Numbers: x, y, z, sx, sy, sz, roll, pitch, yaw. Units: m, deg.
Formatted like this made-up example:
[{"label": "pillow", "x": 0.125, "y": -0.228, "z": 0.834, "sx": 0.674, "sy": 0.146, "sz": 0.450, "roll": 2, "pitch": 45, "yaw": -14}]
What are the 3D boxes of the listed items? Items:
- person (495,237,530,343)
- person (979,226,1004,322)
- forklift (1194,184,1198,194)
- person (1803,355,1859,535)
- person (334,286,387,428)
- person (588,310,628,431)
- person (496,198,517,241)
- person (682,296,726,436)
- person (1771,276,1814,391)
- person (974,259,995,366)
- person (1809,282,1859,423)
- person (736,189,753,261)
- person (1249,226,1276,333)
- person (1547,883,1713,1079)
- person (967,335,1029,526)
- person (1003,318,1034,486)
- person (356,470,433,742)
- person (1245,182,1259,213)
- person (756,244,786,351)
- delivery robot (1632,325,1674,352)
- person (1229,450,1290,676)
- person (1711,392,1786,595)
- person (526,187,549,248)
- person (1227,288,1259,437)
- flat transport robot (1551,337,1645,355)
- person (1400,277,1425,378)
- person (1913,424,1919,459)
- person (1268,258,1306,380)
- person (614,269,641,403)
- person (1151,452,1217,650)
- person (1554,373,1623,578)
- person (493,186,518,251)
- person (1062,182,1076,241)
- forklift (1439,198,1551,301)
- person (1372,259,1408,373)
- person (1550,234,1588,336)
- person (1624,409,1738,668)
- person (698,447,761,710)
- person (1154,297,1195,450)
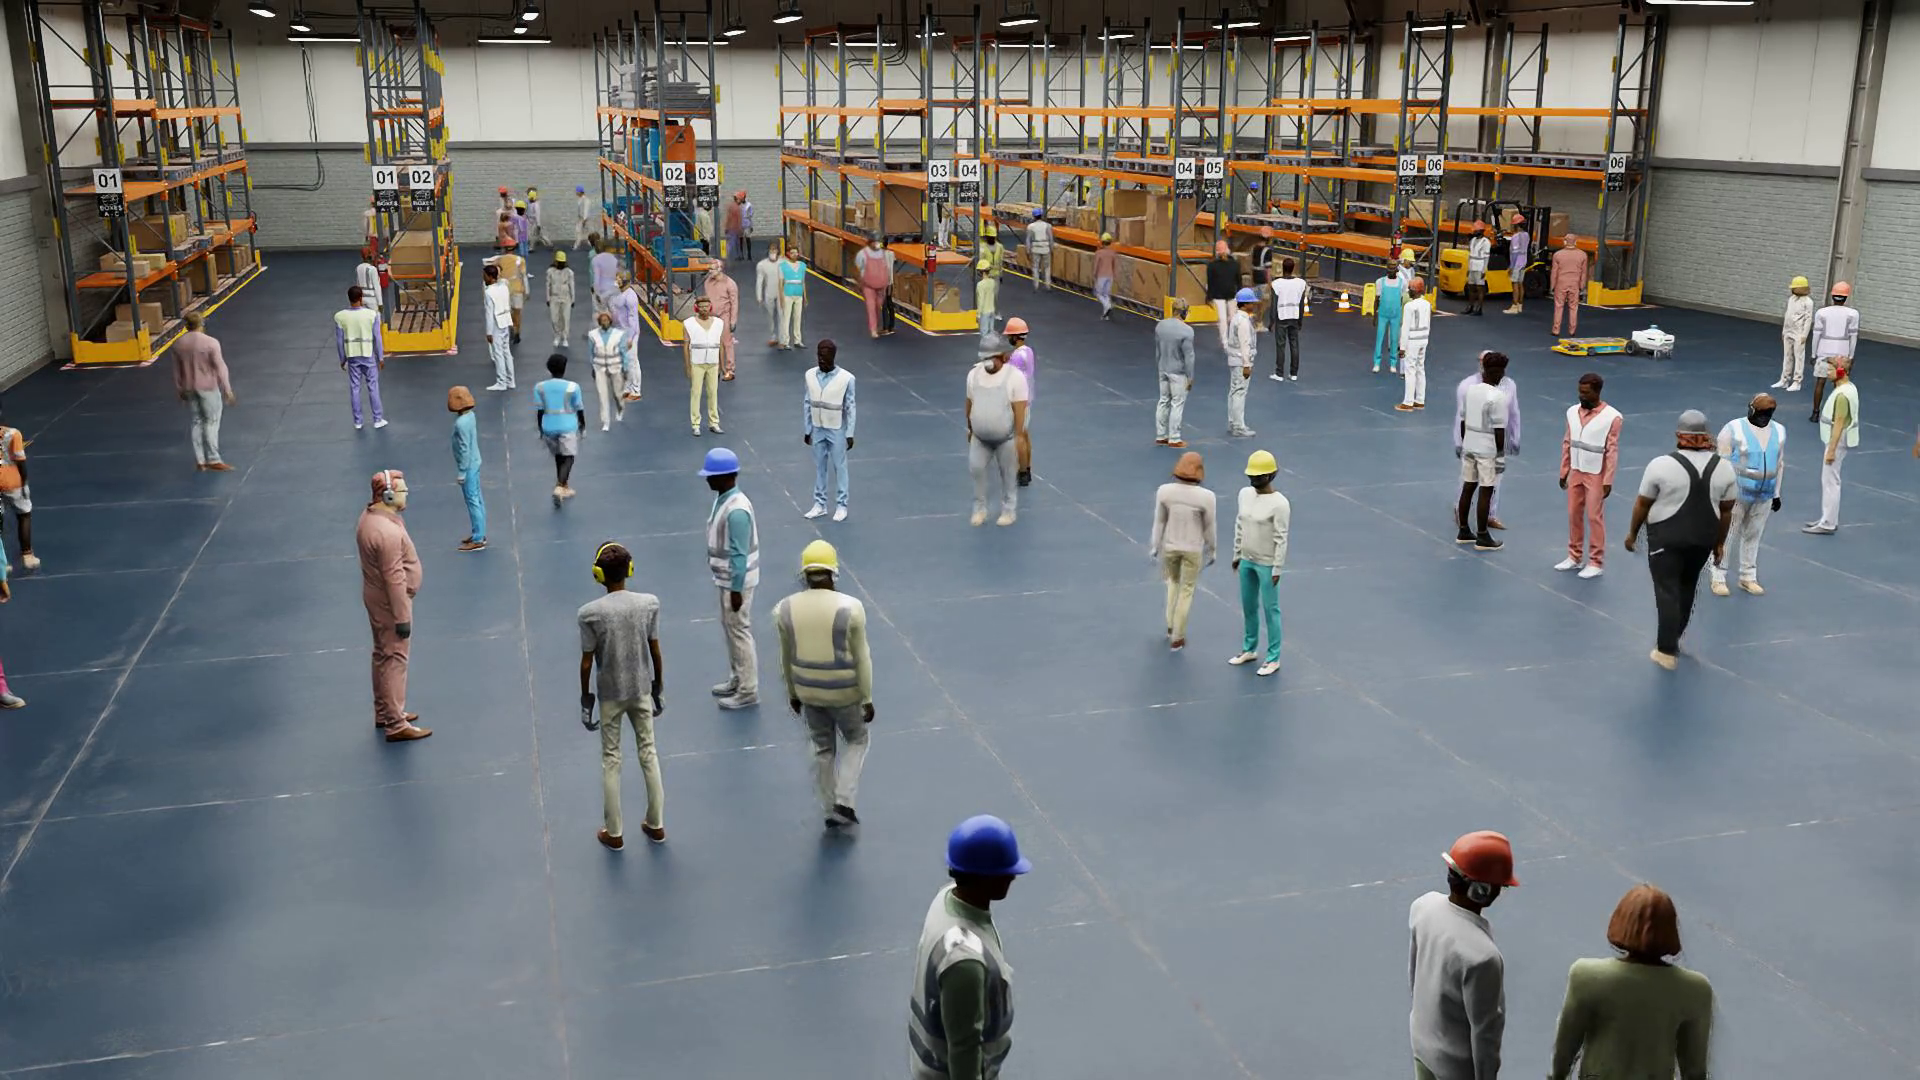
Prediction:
[{"label": "person", "x": -8.144, "y": -4.566, "z": 30.366, "sx": 0.574, "sy": 1.906, "sz": 0.634, "roll": -1, "pitch": 15, "yaw": -3}, {"label": "person", "x": 0.590, "y": -5.370, "z": 33.468, "sx": 0.608, "sy": 1.880, "sz": 1.002, "roll": -5, "pitch": 16, "yaw": -19}, {"label": "forklift", "x": 7.392, "y": -11.333, "z": 53.972, "sx": 1.873, "sy": 2.768, "sz": 1.129, "roll": -4, "pitch": 15, "yaw": -15}, {"label": "person", "x": 8.940, "y": -0.963, "z": 16.957, "sx": 0.394, "sy": 1.836, "sz": 0.572, "roll": 8, "pitch": 17, "yaw": 27}, {"label": "person", "x": -8.078, "y": -2.459, "z": 22.436, "sx": 0.587, "sy": 1.915, "sz": 0.391, "roll": -2, "pitch": 15, "yaw": -7}, {"label": "person", "x": -4.734, "y": -2.313, "z": 22.463, "sx": 0.517, "sy": 1.619, "sz": 0.657, "roll": -1, "pitch": 15, "yaw": -5}, {"label": "person", "x": -11.845, "y": -8.057, "z": 43.641, "sx": 0.655, "sy": 1.851, "sz": 0.983, "roll": -11, "pitch": 18, "yaw": -35}, {"label": "person", "x": -3.379, "y": -2.310, "z": 22.002, "sx": 0.564, "sy": 1.846, "sz": 0.390, "roll": -8, "pitch": 17, "yaw": -28}, {"label": "person", "x": 12.724, "y": -3.147, "z": 25.366, "sx": 0.311, "sy": 1.736, "sz": 0.483, "roll": -4, "pitch": 15, "yaw": -14}, {"label": "person", "x": 0.401, "y": -3.770, "z": 27.651, "sx": 0.331, "sy": 1.767, "sz": 0.527, "roll": 8, "pitch": 17, "yaw": 27}, {"label": "person", "x": 11.942, "y": -2.557, "z": 22.756, "sx": 0.543, "sy": 1.939, "sz": 0.361, "roll": 8, "pitch": 17, "yaw": 28}, {"label": "person", "x": -5.934, "y": -8.619, "z": 45.569, "sx": 0.549, "sy": 1.936, "sz": 0.376, "roll": 3, "pitch": 15, "yaw": 12}, {"label": "person", "x": 5.752, "y": -4.942, "z": 31.566, "sx": 0.441, "sy": 2.020, "sz": 0.633, "roll": -7, "pitch": 16, "yaw": -25}, {"label": "person", "x": 2.444, "y": 2.023, "z": 6.123, "sx": 0.509, "sy": 1.618, "sz": 0.358, "roll": 2, "pitch": 15, "yaw": 9}, {"label": "person", "x": 0.347, "y": -1.132, "z": 17.196, "sx": 0.714, "sy": 2.000, "sz": 0.647, "roll": 6, "pitch": 16, "yaw": 22}, {"label": "person", "x": 0.657, "y": -1.585, "z": 19.103, "sx": 0.363, "sy": 1.933, "sz": 0.552, "roll": 4, "pitch": 15, "yaw": 14}, {"label": "person", "x": -3.922, "y": 0.446, "z": 11.549, "sx": 0.395, "sy": 1.899, "sz": 0.638, "roll": -9, "pitch": 17, "yaw": -29}, {"label": "person", "x": 8.686, "y": -9.666, "z": 49.486, "sx": 0.405, "sy": 1.946, "sz": 0.609, "roll": 6, "pitch": 16, "yaw": 20}, {"label": "person", "x": -3.297, "y": -4.317, "z": 29.539, "sx": 0.650, "sy": 1.881, "sz": 0.864, "roll": 0, "pitch": 15, "yaw": 0}, {"label": "delivery robot", "x": 11.909, "y": -3.447, "z": 28.577, "sx": 0.477, "sy": 0.478, "sz": 0.707, "roll": -6, "pitch": 16, "yaw": -22}, {"label": "person", "x": 2.299, "y": 0.167, "z": 12.853, "sx": 0.330, "sy": 1.761, "sz": 0.528, "roll": -10, "pitch": 18, "yaw": -33}, {"label": "person", "x": 7.055, "y": -0.409, "z": 14.870, "sx": 0.621, "sy": 1.838, "sz": 0.429, "roll": -1, "pitch": 15, "yaw": -5}, {"label": "person", "x": -12.682, "y": -9.617, "z": 49.606, "sx": 0.961, "sy": 1.794, "sz": 0.630, "roll": -3, "pitch": 15, "yaw": -10}, {"label": "person", "x": 3.713, "y": -2.341, "z": 21.919, "sx": 0.380, "sy": 1.950, "sz": 0.605, "roll": -1, "pitch": 15, "yaw": -3}, {"label": "flat transport robot", "x": 11.170, "y": -3.399, "z": 29.117, "sx": 1.431, "sy": 0.197, "sz": 0.652, "roll": -3, "pitch": 15, "yaw": -12}, {"label": "person", "x": 7.176, "y": -3.356, "z": 26.364, "sx": 0.283, "sy": 1.628, "sz": 0.504, "roll": -7, "pitch": 16, "yaw": -25}, {"label": "person", "x": 9.932, "y": -0.951, "z": 16.686, "sx": 0.973, "sy": 1.951, "sz": 0.619, "roll": -10, "pitch": 18, "yaw": -34}, {"label": "person", "x": 5.158, "y": -3.475, "z": 26.248, "sx": 0.587, "sy": 1.920, "sz": 0.395, "roll": -3, "pitch": 15, "yaw": -12}, {"label": "person", "x": -4.885, "y": -2.991, "z": 24.389, "sx": 0.372, "sy": 1.940, "sz": 0.630, "roll": -7, "pitch": 16, "yaw": -24}, {"label": "person", "x": 1.852, "y": 0.066, "z": 13.508, "sx": 0.515, "sy": 1.604, "sz": 0.636, "roll": 7, "pitch": 17, "yaw": 26}, {"label": "person", "x": 5.865, "y": -0.617, "z": 15.528, "sx": 0.400, "sy": 1.905, "sz": 0.599, "roll": -8, "pitch": 17, "yaw": -28}, {"label": "person", "x": -13.257, "y": -9.401, "z": 48.625, "sx": 0.551, "sy": 1.873, "sz": 1.007, "roll": 10, "pitch": 18, "yaw": 33}, {"label": "person", "x": 3.374, "y": -10.220, "z": 51.805, "sx": 0.559, "sy": 1.824, "sz": 0.564, "roll": 4, "pitch": 15, "yaw": 14}, {"label": "forklift", "x": 11.913, "y": -6.508, "z": 37.130, "sx": 2.313, "sy": 2.155, "sz": 1.214, "roll": -4, "pitch": 15, "yaw": -15}, {"label": "person", "x": 6.954, "y": -3.619, "z": 26.931, "sx": 0.517, "sy": 1.843, "sz": 0.326, "roll": 3, "pitch": 15, "yaw": 11}, {"label": "person", "x": 11.358, "y": -4.762, "z": 31.116, "sx": 0.643, "sy": 1.908, "sz": 0.411, "roll": 2, "pitch": 15, "yaw": 7}, {"label": "person", "x": 5.662, "y": -0.070, "z": 13.200, "sx": 0.705, "sy": 2.000, "sz": 0.912, "roll": -1, "pitch": 15, "yaw": -2}, {"label": "person", "x": -1.673, "y": 0.271, "z": 12.125, "sx": 0.422, "sy": 1.937, "sz": 0.612, "roll": -5, "pitch": 16, "yaw": -17}, {"label": "person", "x": 2.721, "y": -2.106, "z": 21.085, "sx": 0.376, "sy": 1.928, "sz": 0.636, "roll": -11, "pitch": 19, "yaw": -36}]
